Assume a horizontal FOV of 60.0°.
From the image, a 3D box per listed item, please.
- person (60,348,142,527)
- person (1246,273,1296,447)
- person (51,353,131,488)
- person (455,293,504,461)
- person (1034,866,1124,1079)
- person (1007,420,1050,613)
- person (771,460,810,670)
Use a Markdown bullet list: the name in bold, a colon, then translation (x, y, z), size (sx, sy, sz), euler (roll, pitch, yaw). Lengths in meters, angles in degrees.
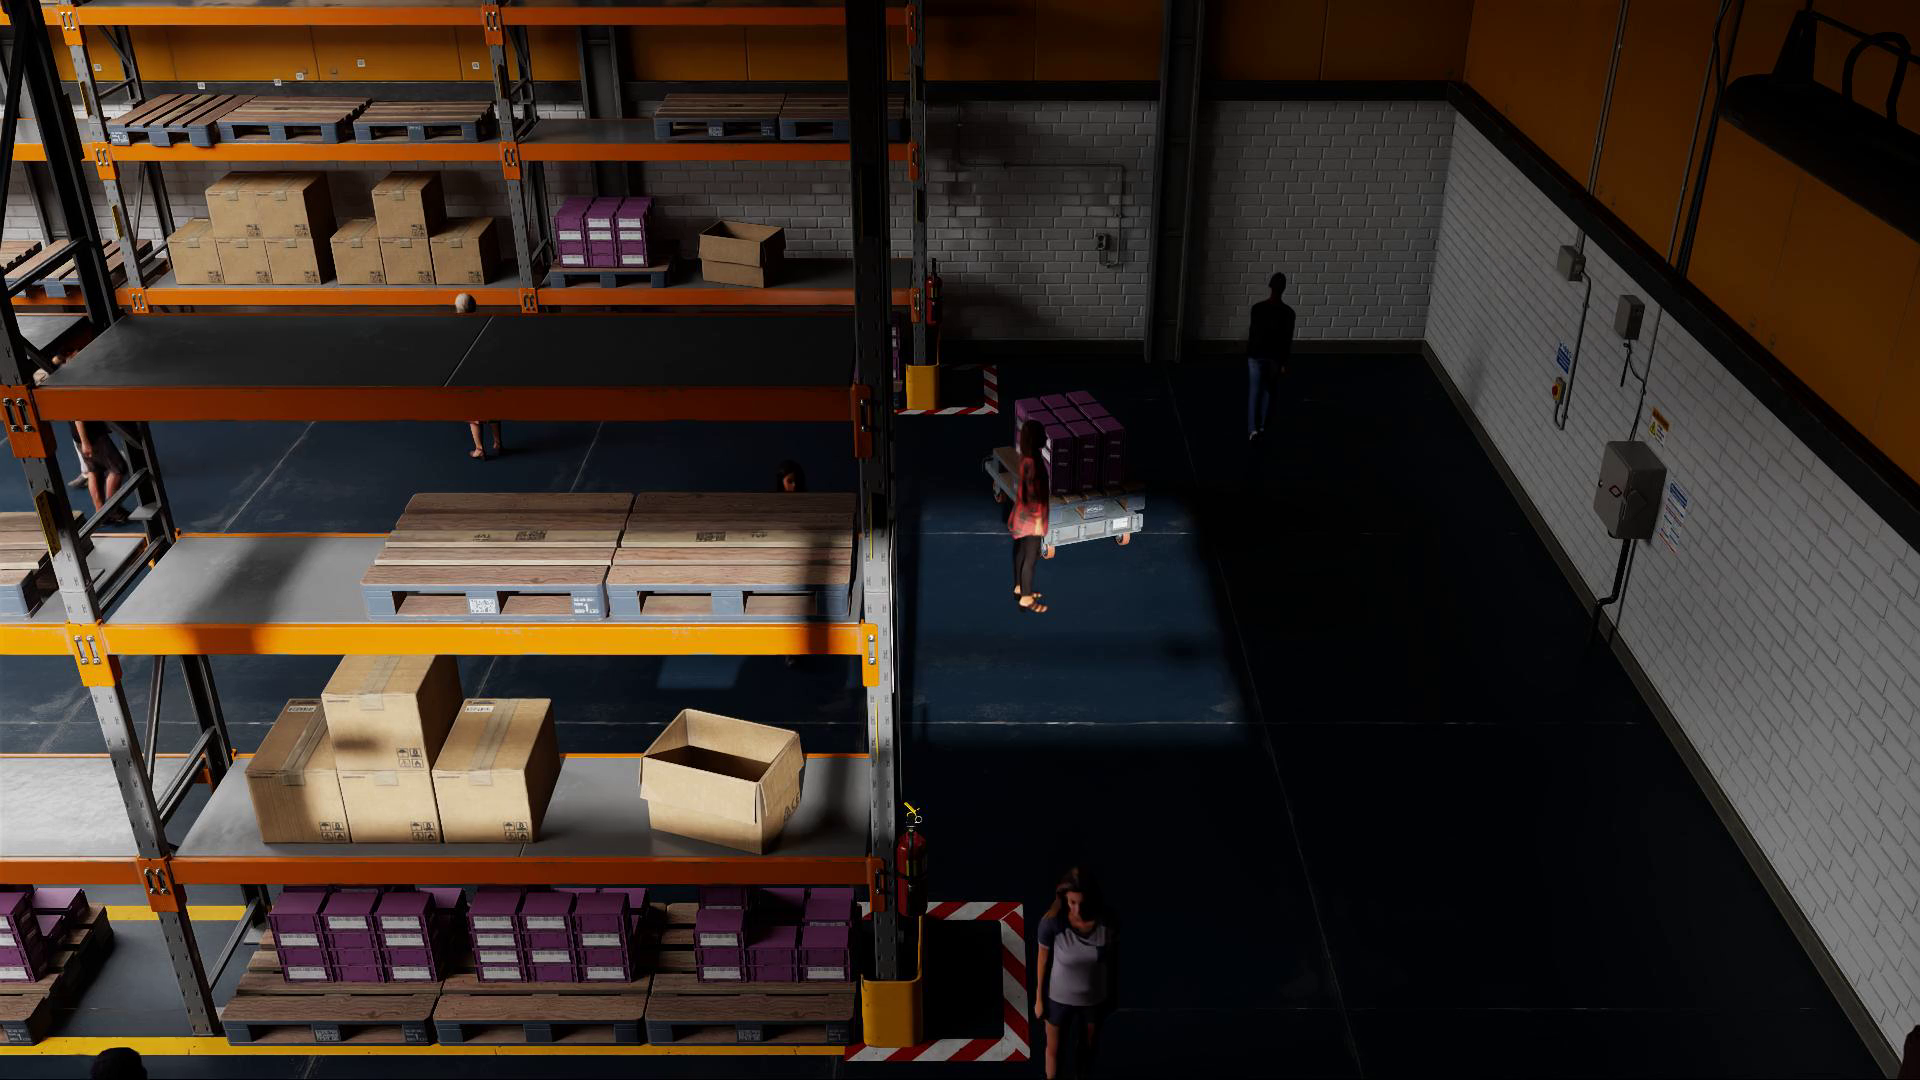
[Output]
- **person**: translation (-7.845, -0.956, 14.829), size (0.781, 1.853, 0.798), euler (-12, 31, -20)
- **person**: translation (3.026, -1.771, 16.455), size (1.066, 1.727, 0.777), euler (5, 29, 9)
- **person**: translation (-8.187, -1.192, 15.653), size (0.998, 1.478, 0.822), euler (-14, 32, -24)
- **person**: translation (-4.695, -1.586, 16.152), size (0.679, 1.692, 0.756), euler (-21, 35, -33)
- **person**: translation (0.621, 2.389, 8.833), size (0.504, 1.722, 0.673), euler (-7, 29, -13)
- **person**: translation (0.565, -0.208, 13.613), size (0.569, 1.704, 0.632), euler (-2, 29, -4)
- **person**: translation (-1.362, 0.130, 12.972), size (0.725, 1.725, 0.775), euler (-14, 32, -25)
